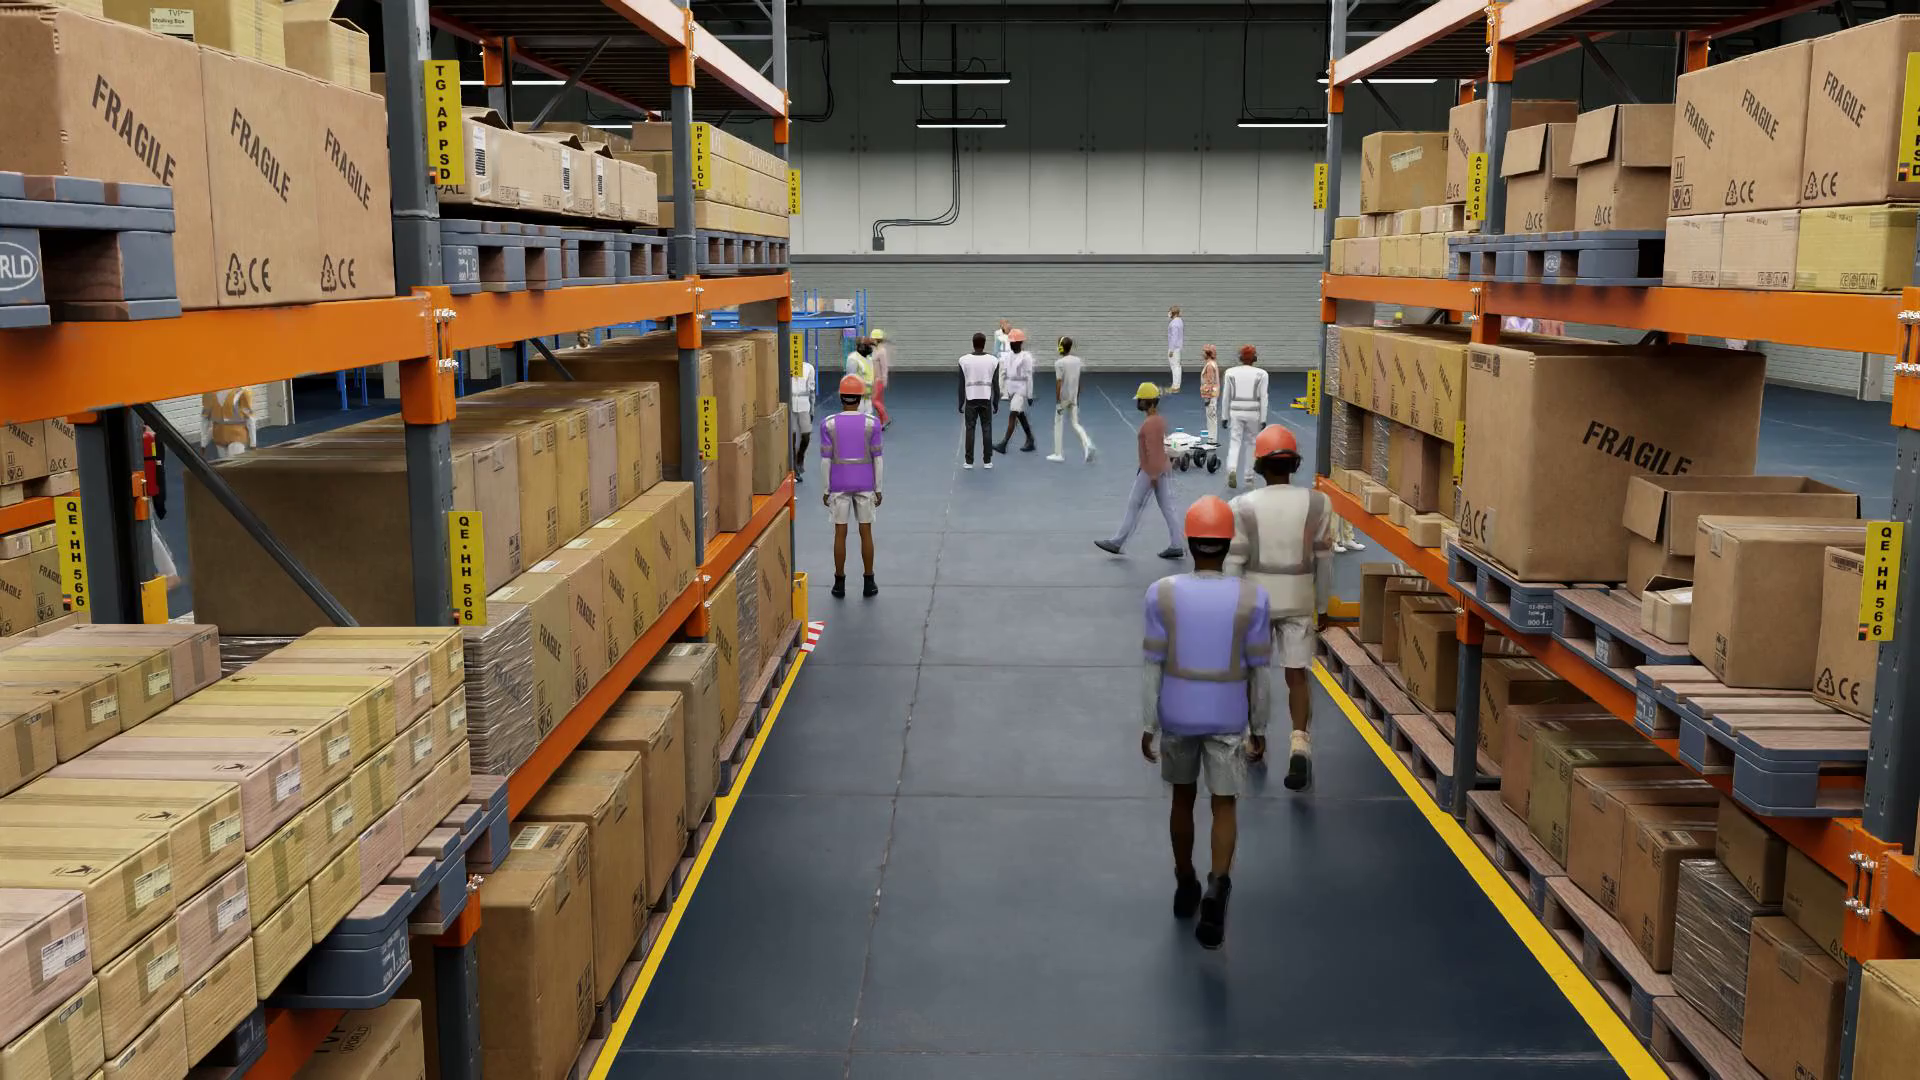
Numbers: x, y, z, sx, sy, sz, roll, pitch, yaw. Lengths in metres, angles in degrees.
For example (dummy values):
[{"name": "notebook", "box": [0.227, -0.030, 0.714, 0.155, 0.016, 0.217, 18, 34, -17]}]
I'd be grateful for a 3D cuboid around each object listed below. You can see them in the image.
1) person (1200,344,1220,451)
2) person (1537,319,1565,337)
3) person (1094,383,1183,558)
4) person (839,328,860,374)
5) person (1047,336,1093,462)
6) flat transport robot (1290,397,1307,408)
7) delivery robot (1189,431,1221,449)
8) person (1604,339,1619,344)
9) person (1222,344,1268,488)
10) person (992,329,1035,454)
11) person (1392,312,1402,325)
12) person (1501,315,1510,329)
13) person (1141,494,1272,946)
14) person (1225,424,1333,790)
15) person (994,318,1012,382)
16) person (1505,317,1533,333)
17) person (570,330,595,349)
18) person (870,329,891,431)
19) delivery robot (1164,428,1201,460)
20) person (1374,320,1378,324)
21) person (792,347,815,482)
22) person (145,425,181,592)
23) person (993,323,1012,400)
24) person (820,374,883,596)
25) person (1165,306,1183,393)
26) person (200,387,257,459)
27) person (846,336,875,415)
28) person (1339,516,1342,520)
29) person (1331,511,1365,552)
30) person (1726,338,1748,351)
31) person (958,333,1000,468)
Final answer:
[{"name": "person", "box": [3.874, -2.213, 25.800, 0.314, 1.639, 0.517, 2, 10, 12]}, {"name": "person", "box": [13.837, -4.582, 38.928, 0.622, 1.992, 0.394, 6, 11, 33]}, {"name": "person", "box": [1.809, -0.685, 16.411, 0.900, 1.724, 0.532, 4, 10, 23]}, {"name": "person", "box": [-2.898, -5.275, 43.549, 0.567, 1.836, 0.399, -3, 10, -19]}, {"name": "person", "box": [1.613, -2.045, 24.204, 0.526, 1.844, 0.797, -6, 11, -33]}, {"name": "flat transport robot", "box": [7.360, -2.719, 33.051, 1.431, 0.197, 0.652, 8, 12, 39]}, {"name": "delivery robot", "box": [3.439, -1.421, 23.372, 0.335, 0.223, 0.698, 5, 11, 28]}, {"name": "person", "box": [8.118, -1.532, 20.797, 0.625, 1.945, 0.565, -3, 10, -17]}, {"name": "person", "box": [3.663, -1.594, 21.452, 0.598, 1.858, 0.830, 3, 10, 18]}, {"name": "person", "box": [0.833, -2.266, 25.390, 0.996, 1.884, 0.546, -7, 12, -35]}, {"name": "person", "box": [10.641, -4.685, 40.446, 0.490, 1.697, 0.911, 5, 11, 26]}, {"name": "person", "box": [13.406, -4.936, 41.356, 0.622, 1.893, 0.650, -4, 10, -22]}, {"name": "person", "box": [1.051, 0.770, 7.153, 0.550, 1.916, 0.805, 2, 10, 11]}, {"name": "person", "box": [1.778, 0.361, 9.291, 0.612, 2.014, 0.914, 1, 10, 5]}, {"name": "person", "box": [1.016, -4.229, 37.882, 0.512, 1.638, 0.312, -3, 10, -18]}, {"name": "person", "box": [12.846, -4.472, 38.325, 0.667, 1.978, 0.945, 0, 9, 2]}, {"name": "person", "box": [-6.145, -2.569, 27.403, 0.538, 1.822, 0.683, -5, 11, -26]}, {"name": "person", "box": [-1.442, -2.752, 28.691, 0.370, 1.754, 0.529, -3, 10, -15]}, {"name": "delivery robot", "box": [3.129, -1.356, 23.755, 0.477, 0.478, 0.707, 8, 13, 40]}, {"name": "person", "box": [6.970, -2.715, 27.879, 0.561, 1.951, 0.633, -8, 12, -39]}, {"name": "person", "box": [-2.200, -1.752, 22.196, 0.551, 1.922, 0.519, -3, 10, -17]}, {"name": "person", "box": [-7.116, -0.374, 14.316, 0.619, 1.802, 0.952, 5, 11, 29]}, {"name": "person", "box": [0.949, -3.781, 35.259, 0.524, 1.622, 0.523, -6, 11, -34]}, {"name": "person", "box": [-0.943, -0.479, 14.522, 0.545, 1.938, 0.359, -1, 9, -4]}, {"name": "person", "box": [4.786, -4.262, 37.185, 0.373, 1.937, 0.641, 3, 10, 18]}, {"name": "person", "box": [-8.196, -1.139, 18.651, 0.568, 1.888, 1.006, 1, 10, 5]}, {"name": "person", "box": [-1.502, -2.133, 24.776, 0.470, 1.823, 0.669, 4, 10, 22]}, {"name": "person", "box": [4.571, -1.100, 18.550, 0.579, 1.831, 0.978, 7, 11, 34]}, {"name": "person", "box": [3.922, -0.704, 16.779, 0.497, 1.633, 0.285, -8, 12, -38]}, {"name": "person", "box": [18.959, -4.807, 40.540, 0.410, 1.909, 0.643, -4, 10, -21]}, {"name": "person", "box": [0.270, -1.971, 23.546, 0.590, 1.912, 0.376, -1, 10, -6]}]
